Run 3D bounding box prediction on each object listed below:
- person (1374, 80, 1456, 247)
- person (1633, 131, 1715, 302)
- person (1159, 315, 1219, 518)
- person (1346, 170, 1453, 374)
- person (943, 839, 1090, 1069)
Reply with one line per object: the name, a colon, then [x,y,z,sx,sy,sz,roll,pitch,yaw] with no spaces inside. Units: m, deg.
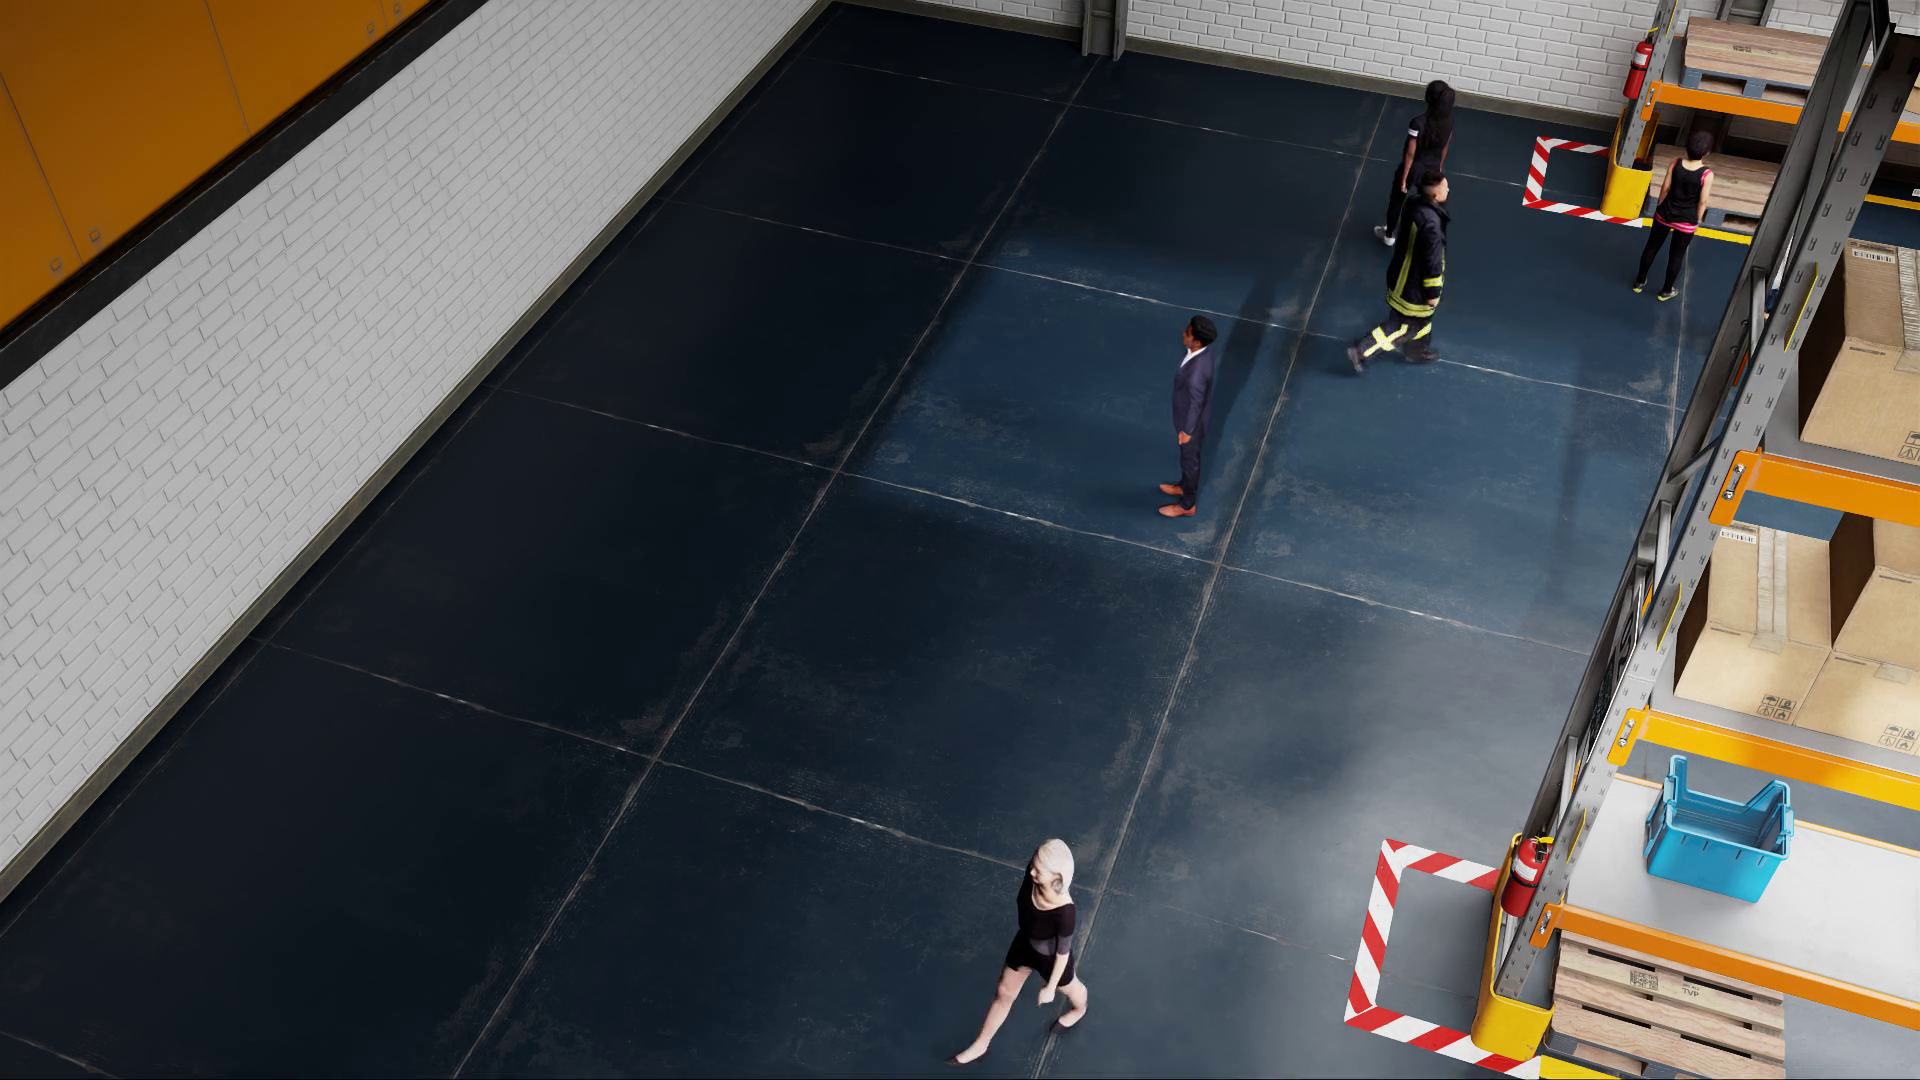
person: [3.982,-3.088,14.225,1.148,1.696,1.161,-14,45,-15]
person: [6.019,-2.731,13.954,0.544,1.552,0.663,31,51,28]
person: [1.665,-0.880,11.885,0.603,1.726,0.668,6,44,6]
person: [3.507,-2.075,13.062,1.188,1.832,0.988,-2,44,-2]
person: [0.526,2.124,8.686,1.124,1.788,1.127,-23,48,-22]
